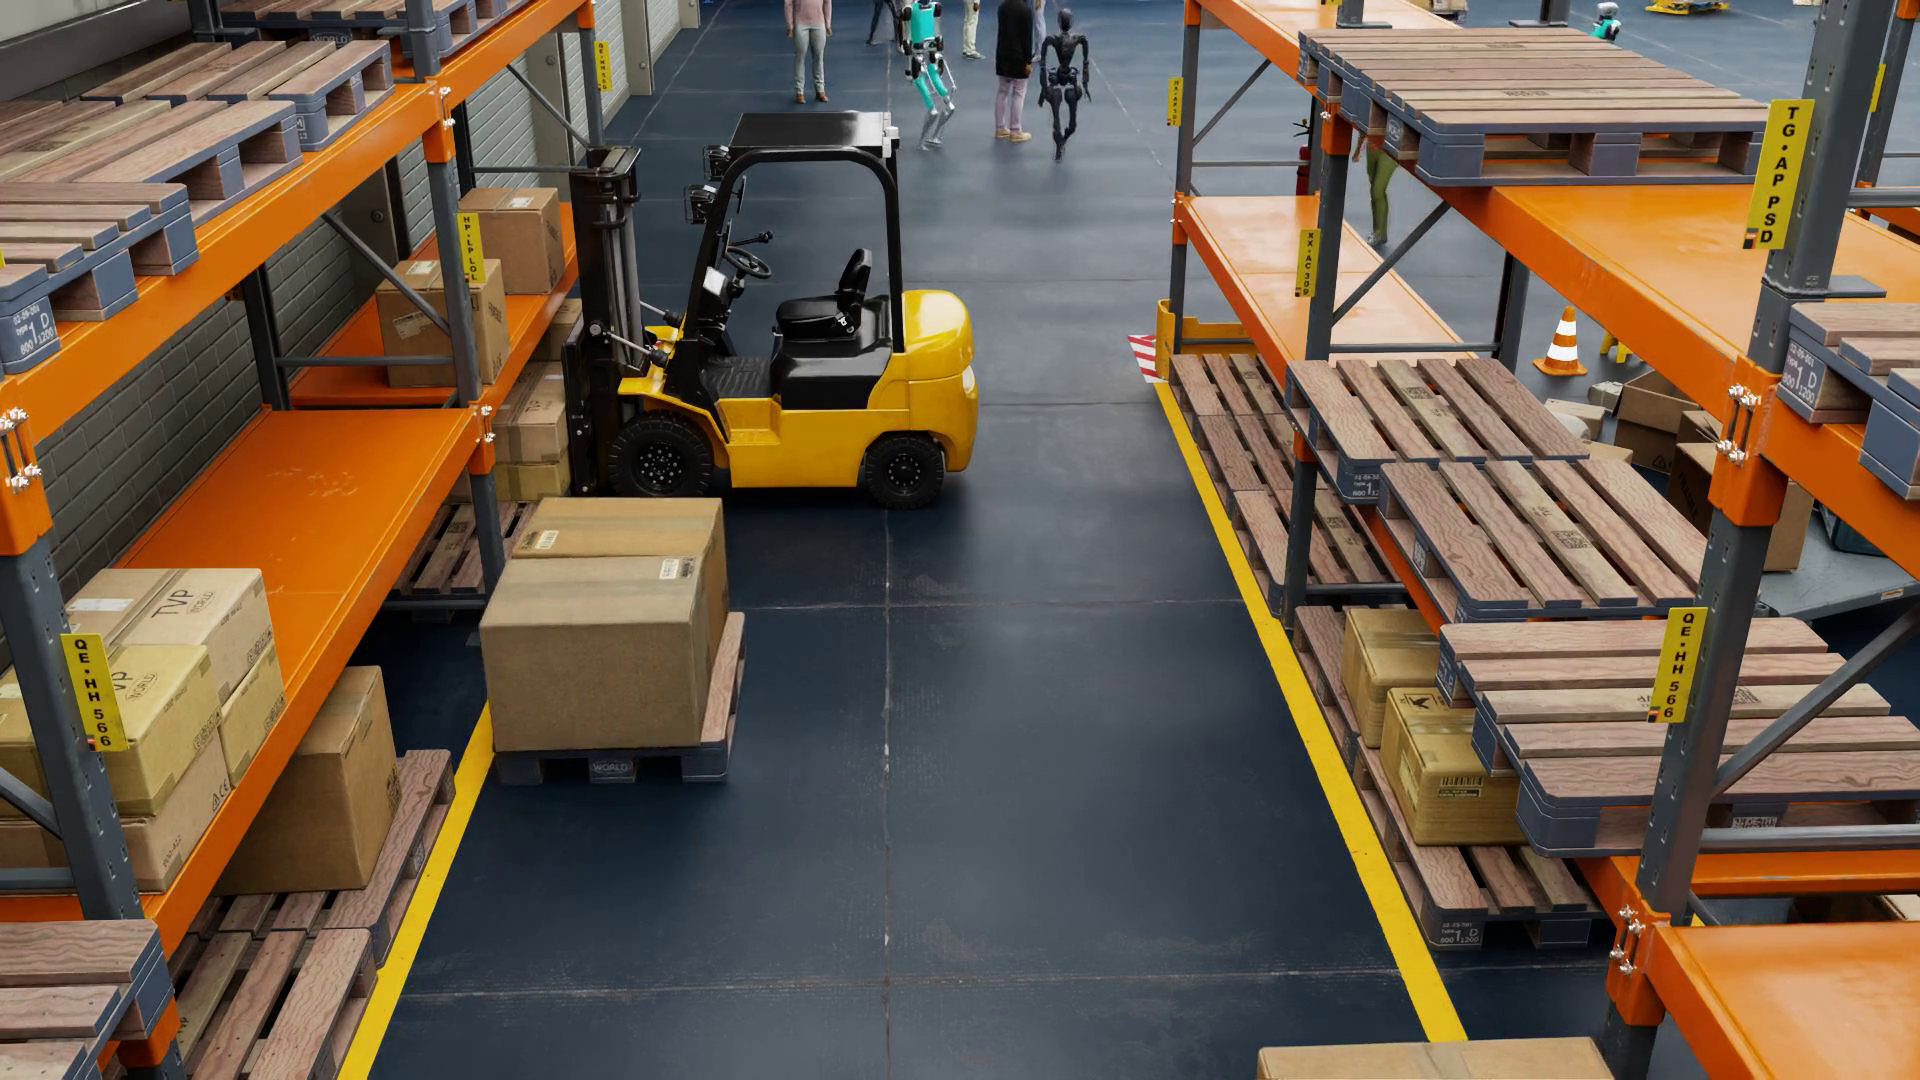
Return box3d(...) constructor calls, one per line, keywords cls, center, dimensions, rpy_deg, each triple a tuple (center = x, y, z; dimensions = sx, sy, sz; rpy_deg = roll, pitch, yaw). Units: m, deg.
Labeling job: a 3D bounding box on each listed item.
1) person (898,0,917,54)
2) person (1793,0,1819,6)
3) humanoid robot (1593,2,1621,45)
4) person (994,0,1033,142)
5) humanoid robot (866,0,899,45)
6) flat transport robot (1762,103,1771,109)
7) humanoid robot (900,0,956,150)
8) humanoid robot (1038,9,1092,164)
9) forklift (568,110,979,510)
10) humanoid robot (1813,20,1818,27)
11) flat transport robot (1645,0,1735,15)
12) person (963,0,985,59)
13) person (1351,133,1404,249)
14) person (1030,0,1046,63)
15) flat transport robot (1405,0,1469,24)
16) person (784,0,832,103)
box3d(cls="person", center=(-0.748, -8.270, 24.909), dimensions=(0.361, 1.897, 0.555), rpy_deg=(20, 32, 36))
box3d(cls="person", center=(15.327, -10.484, 29.652), dimensions=(0.672, 1.866, 0.378), rpy_deg=(-6, 26, -13))
box3d(cls="humanoid robot", center=(6.549, -4.858, 17.861), dimensions=(0.821, 1.755, 0.536), rpy_deg=(2, 25, 5))
box3d(cls="person", center=(0.621, -5.545, 19.213), dimensions=(0.417, 1.844, 0.534), rpy_deg=(-22, 33, -38))
box3d(cls="humanoid robot", center=(-1.168, -8.511, 25.698), dimensions=(0.570, 1.639, 0.585), rpy_deg=(11, 27, 22))
box3d(cls="flat transport robot", center=(8.585, -3.968, 17.706), dimensions=(0.659, 0.231, 1.431), rpy_deg=(22, 33, 38))
box3d(cls="humanoid robot", center=(-0.296, -5.308, 18.772), dimensions=(0.533, 1.753, 0.683), rpy_deg=(-18, 31, -33))
box3d(cls="humanoid robot", center=(1.160, -5.011, 18.320), dimensions=(0.597, 1.652, 0.625), rpy_deg=(0, 25, 0))
box3d(cls="forklift", center=(-1.043, -1.379, 9.976), dimensions=(2.313, 2.155, 1.214), rpy_deg=(-1, 25, -2))
box3d(cls="humanoid robot", center=(14.207, -8.954, 26.645), dimensions=(0.693, 1.636, 0.609), rpy_deg=(15, 29, 29))
box3d(cls="flat transport robot", center=(12.783, -9.403, 29.215), dimensions=(1.431, 0.231, 0.659), rpy_deg=(-16, 30, -30))
box3d(cls="person", center=(0.212, -8.007, 24.532), dimensions=(0.351, 1.743, 0.566), rpy_deg=(-5, 26, -10))
box3d(cls="person", center=(3.755, -3.471, 14.972), dimensions=(0.599, 1.692, 0.459), rpy_deg=(-18, 31, -34))
box3d(cls="person", center=(1.144, -7.902, 24.192), dimensions=(0.372, 1.842, 0.568), rpy_deg=(-2, 25, -3))
box3d(cls="flat transport robot", center=(7.568, -8.369, 27.027), dimensions=(0.659, 0.231, 1.431), rpy_deg=(5, 26, 9))
box3d(cls="person", center=(-1.938, -6.610, 21.349), dimensions=(0.629, 1.940, 0.373), rpy_deg=(-8, 27, -17))
